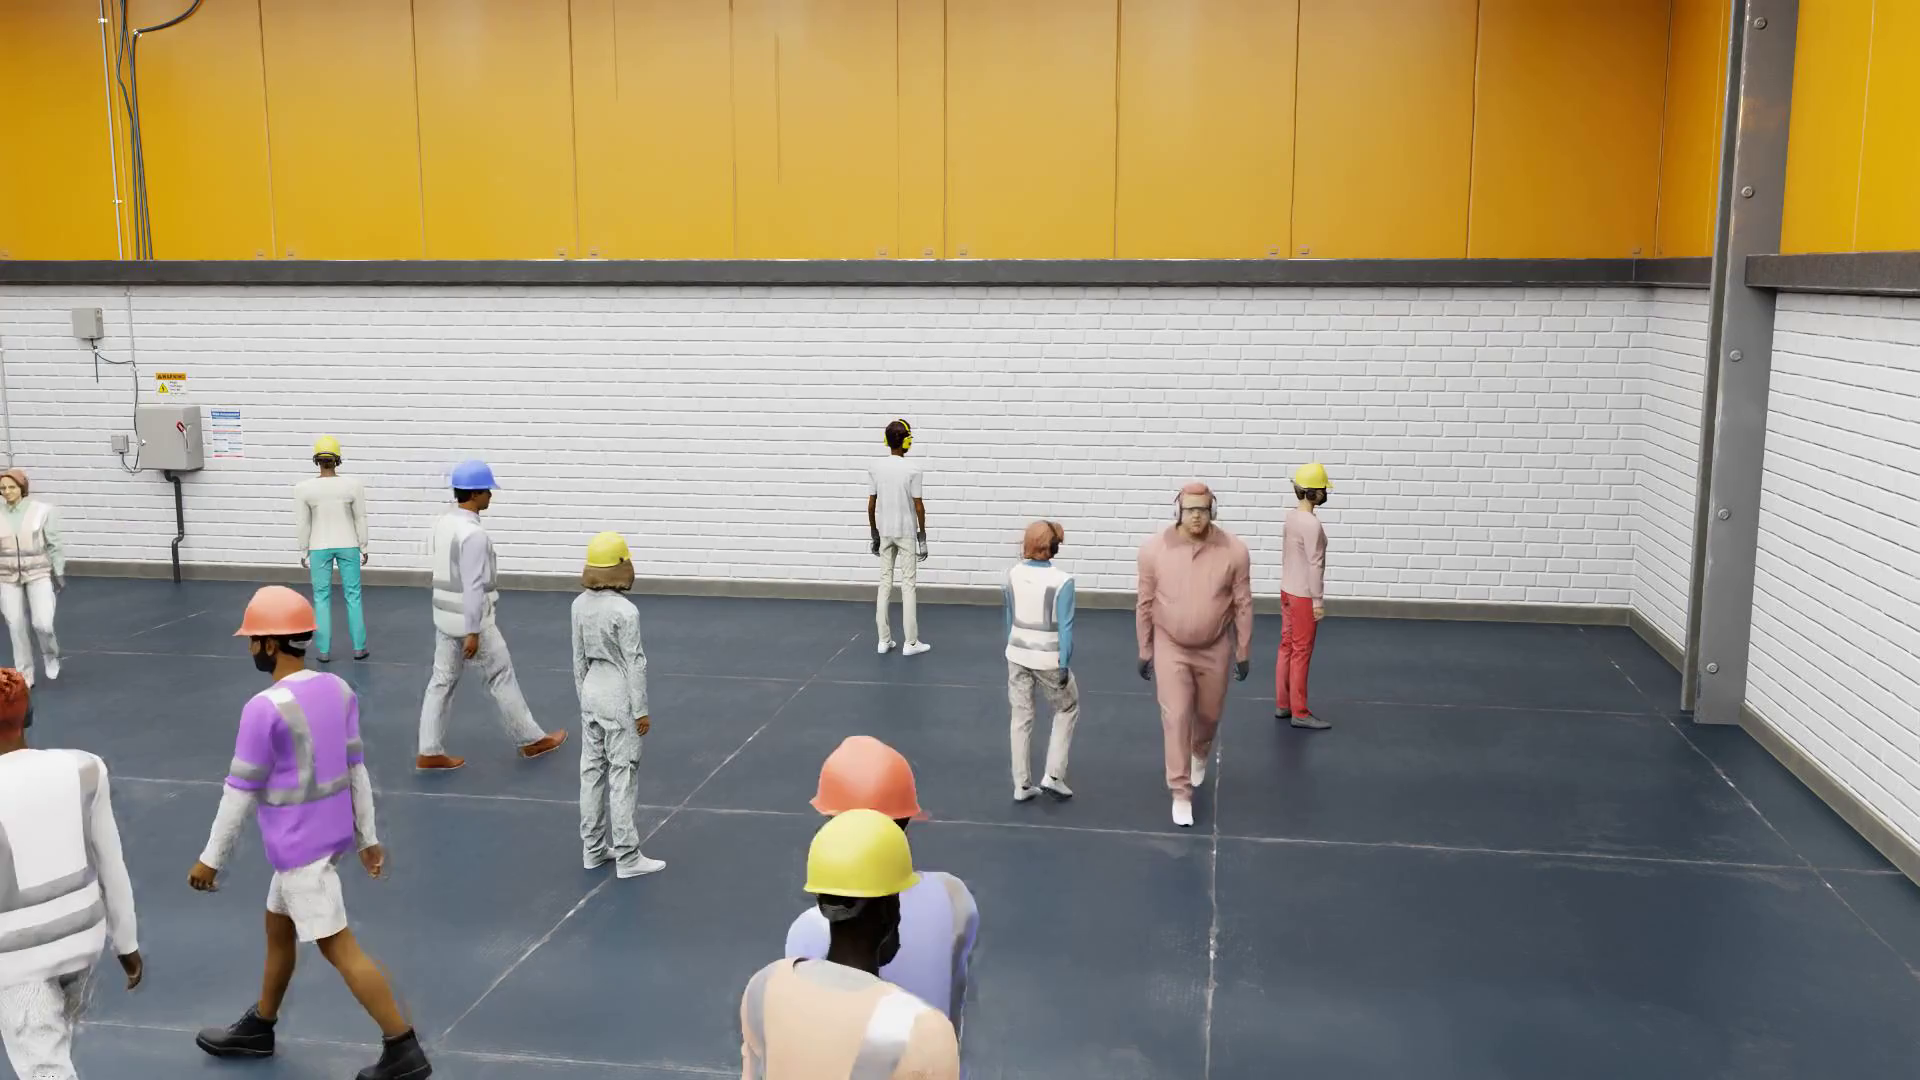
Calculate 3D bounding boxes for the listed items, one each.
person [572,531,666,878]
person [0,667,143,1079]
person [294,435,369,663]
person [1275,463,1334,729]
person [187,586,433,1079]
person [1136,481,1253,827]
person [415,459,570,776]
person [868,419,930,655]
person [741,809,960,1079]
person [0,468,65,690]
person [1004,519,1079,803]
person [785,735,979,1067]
[{"bbox_3d":[-1.736,0.819,8.354,0.487,1.746,0.288,7,12,37],"label":"person"},{"bbox_3d":[-2.803,1.297,5.134,0.921,1.846,0.595,5,10,27],"label":"person"},{"bbox_3d":[-4.858,0.072,12.900,0.523,1.769,0.310,-4,10,-21],"label":"person"},{"bbox_3d":[2.302,0.365,11.088,0.326,1.769,0.524,-1,9,-8],"label":"person"},{"bbox_3d":[-2.419,1.108,6.187,1.022,1.889,0.547,1,9,7],"label":"person"},{"bbox_3d":[1.314,0.589,9.379,0.651,1.881,0.857,0,9,2],"label":"person"},{"bbox_3d":[-2.888,0.458,10.097,0.968,1.898,0.614,-8,12,-39],"label":"person"},{"bbox_3d":[-0.484,-0.022,13.158,0.515,1.872,0.328,4,10,25],"label":"person"},{"bbox_3d":[-0.277,1.526,3.588,0.977,1.884,0.595,-9,13,-43],"label":"person"},{"bbox_3d":[-6.745,0.290,11.975,0.539,1.623,0.367,-3,10,-16],"label":"person"},{"bbox_3d":[0.460,0.694,9.493,0.515,1.624,0.432,7,11,35],"label":"person"},{"bbox_3d":[-0.199,1.430,4.055,0.555,1.925,0.451,-7,11,-35],"label":"person"}]
